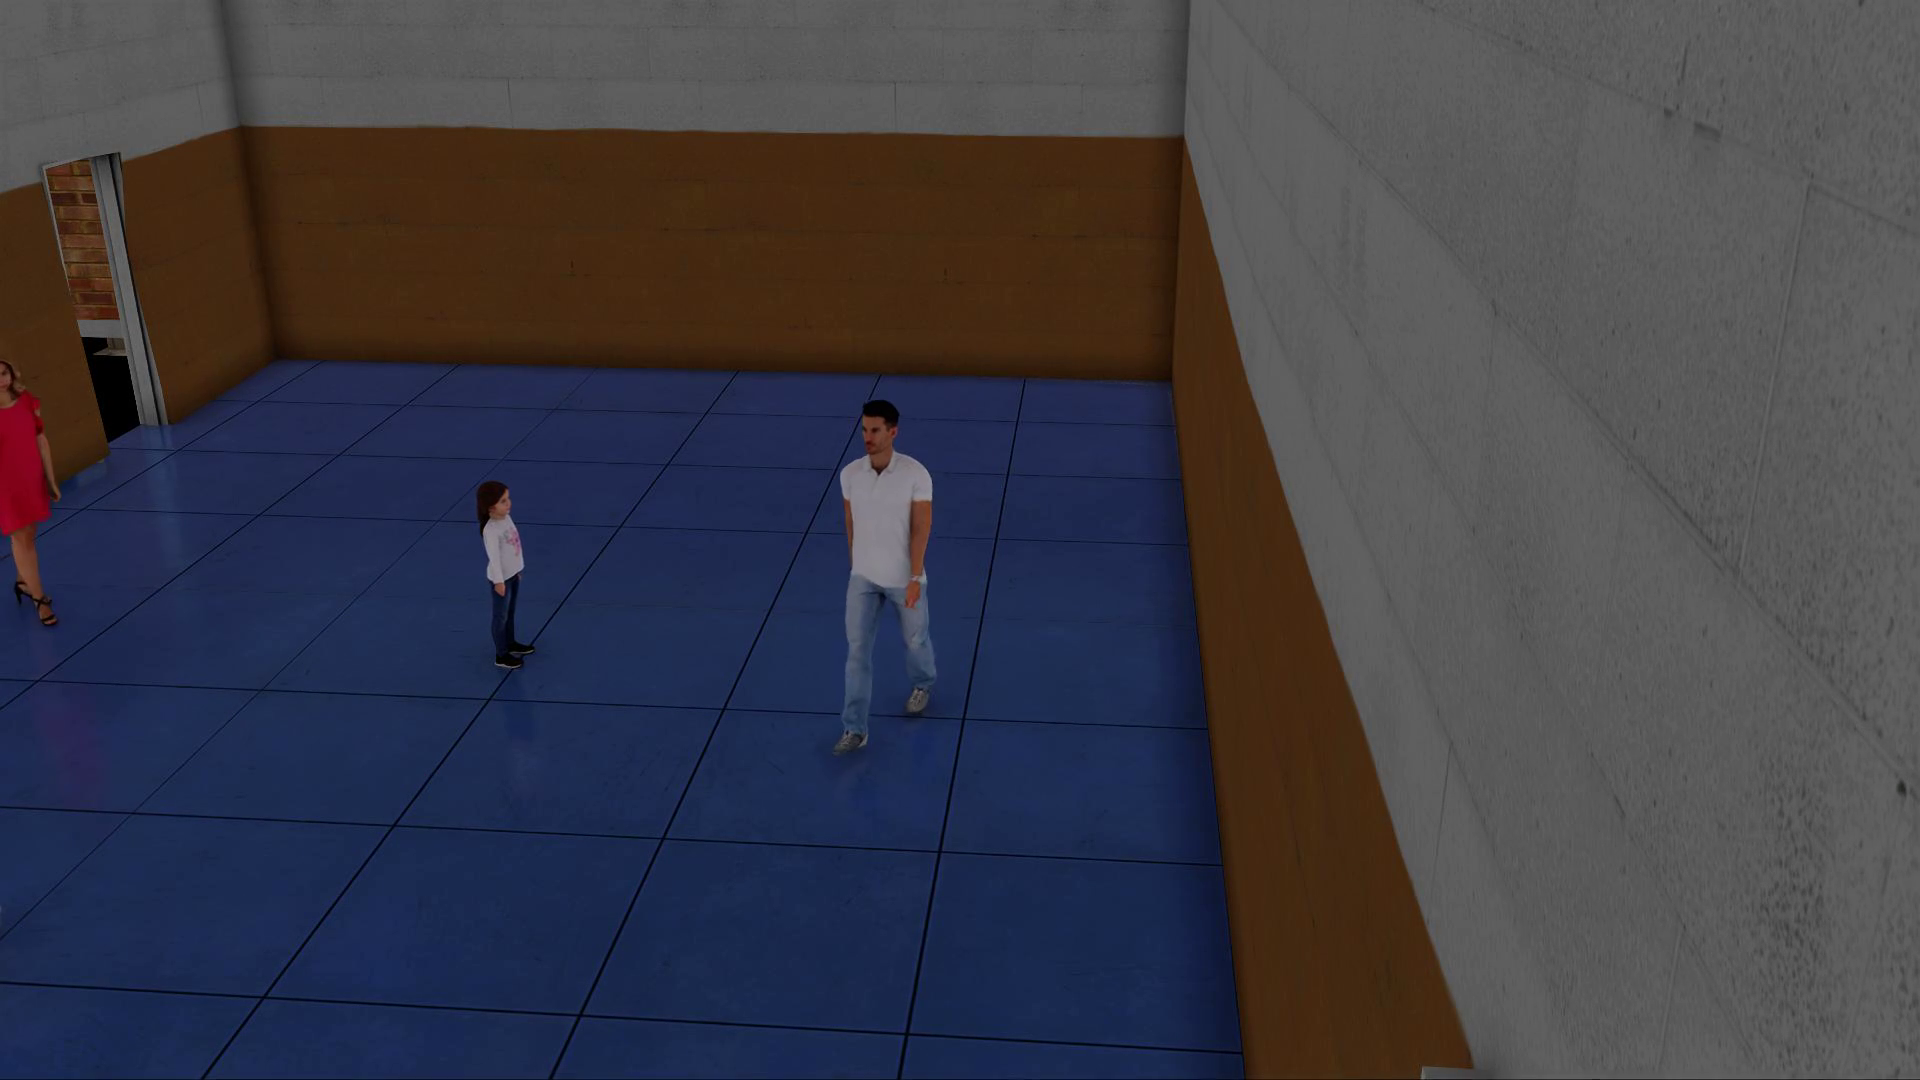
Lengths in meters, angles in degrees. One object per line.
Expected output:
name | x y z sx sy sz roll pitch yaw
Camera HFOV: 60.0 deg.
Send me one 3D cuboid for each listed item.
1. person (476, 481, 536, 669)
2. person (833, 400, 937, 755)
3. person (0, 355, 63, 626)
person | -2.643 0.177 9.612 0.462 1.110 0.443 3 22 6
person | -0.332 0.160 8.708 1.168 1.815 0.902 7 23 17
person | -5.753 -0.336 10.107 0.818 1.693 0.714 8 23 20
